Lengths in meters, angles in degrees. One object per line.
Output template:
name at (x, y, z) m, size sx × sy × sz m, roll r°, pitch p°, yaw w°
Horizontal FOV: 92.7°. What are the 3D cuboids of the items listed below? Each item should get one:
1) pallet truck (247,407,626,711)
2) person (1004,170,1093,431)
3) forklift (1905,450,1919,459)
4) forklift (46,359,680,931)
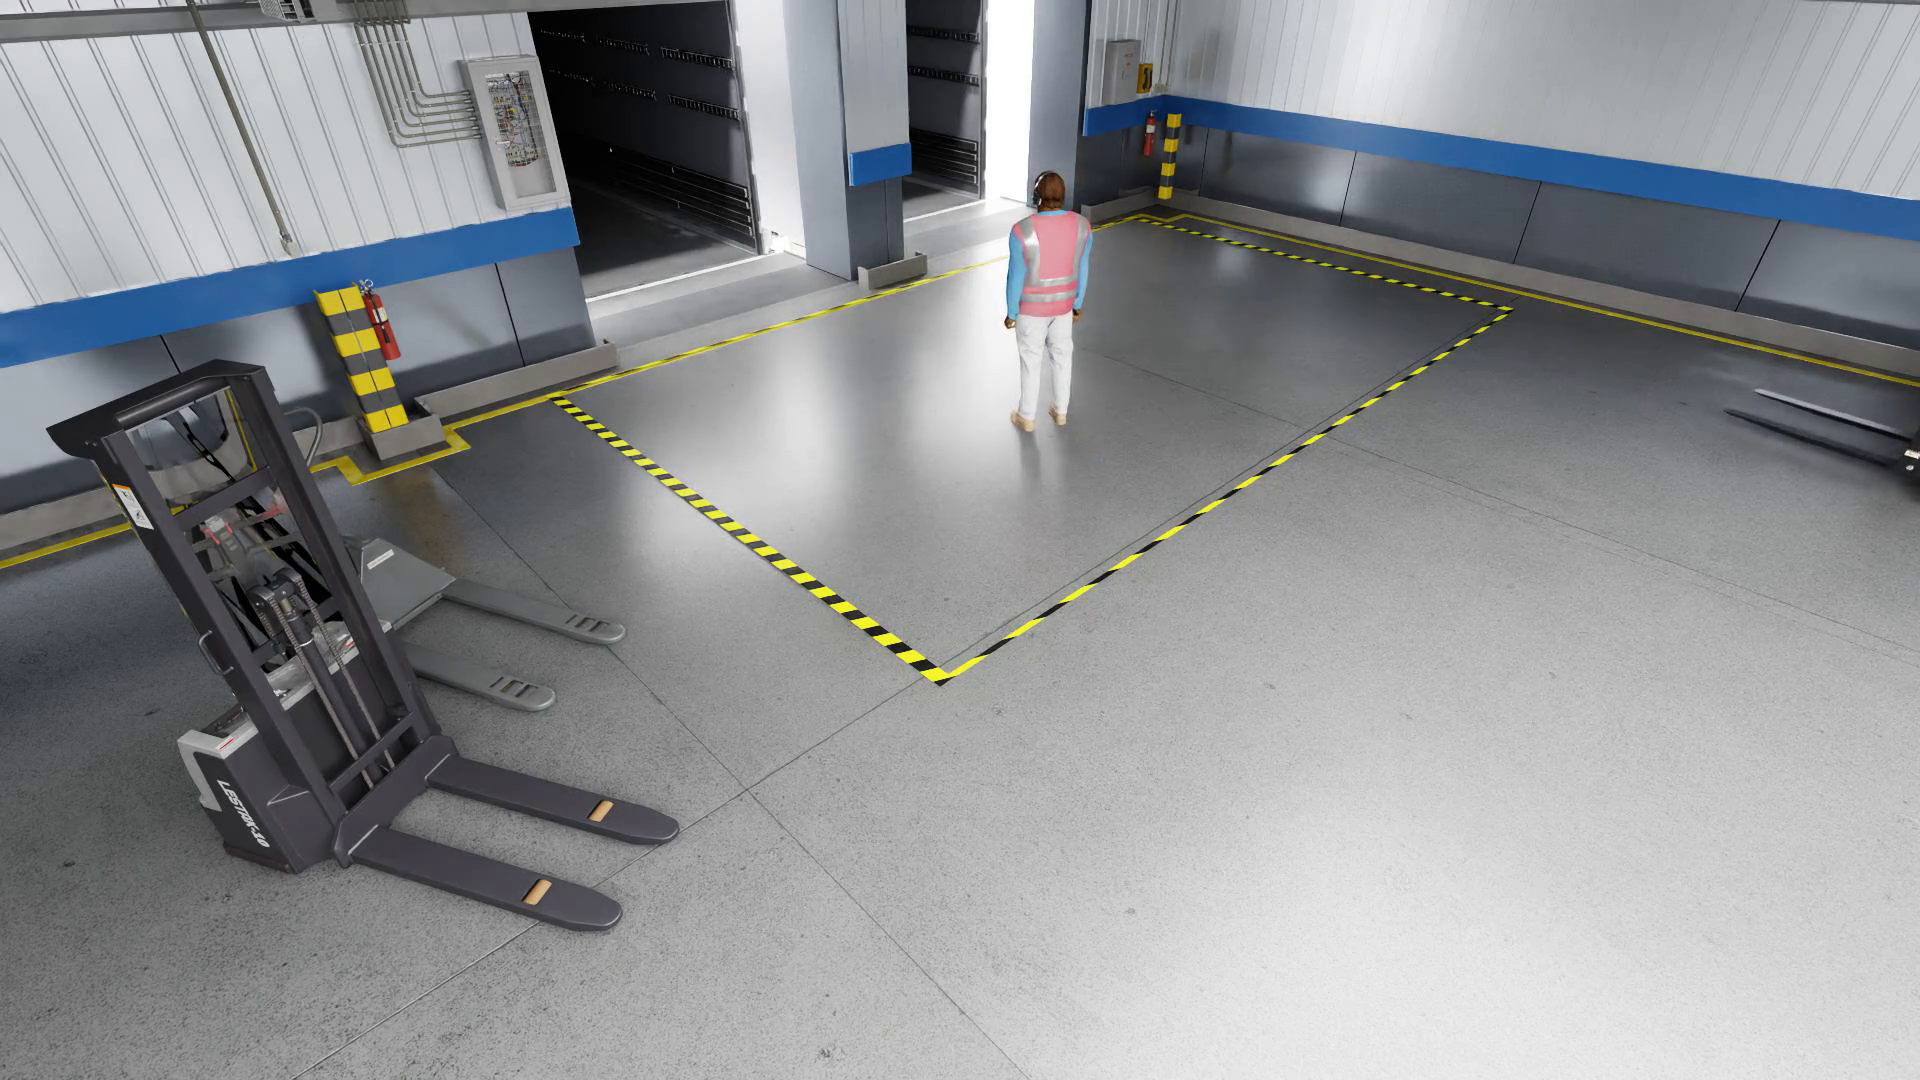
pallet truck at (-2.628, 0.038, 4.590) m, size 1.601 × 1.201 × 0.680 m, roll 12°, pitch 36°, yaw 18°
person at (0.601, -1.673, 6.570) m, size 0.630 × 1.842 × 0.429 m, roll -12°, pitch 36°, yaw -16°
forklift at (7.408, -0.833, 4.883) m, size 1.157 × 2.036 × 2.680 m, roll -22°, pitch 40°, yaw -29°
forklift at (-2.135, 0.422, 3.354) m, size 1.885 × 1.965 × 0.823 m, roll 10°, pitch 35°, yaw 14°
